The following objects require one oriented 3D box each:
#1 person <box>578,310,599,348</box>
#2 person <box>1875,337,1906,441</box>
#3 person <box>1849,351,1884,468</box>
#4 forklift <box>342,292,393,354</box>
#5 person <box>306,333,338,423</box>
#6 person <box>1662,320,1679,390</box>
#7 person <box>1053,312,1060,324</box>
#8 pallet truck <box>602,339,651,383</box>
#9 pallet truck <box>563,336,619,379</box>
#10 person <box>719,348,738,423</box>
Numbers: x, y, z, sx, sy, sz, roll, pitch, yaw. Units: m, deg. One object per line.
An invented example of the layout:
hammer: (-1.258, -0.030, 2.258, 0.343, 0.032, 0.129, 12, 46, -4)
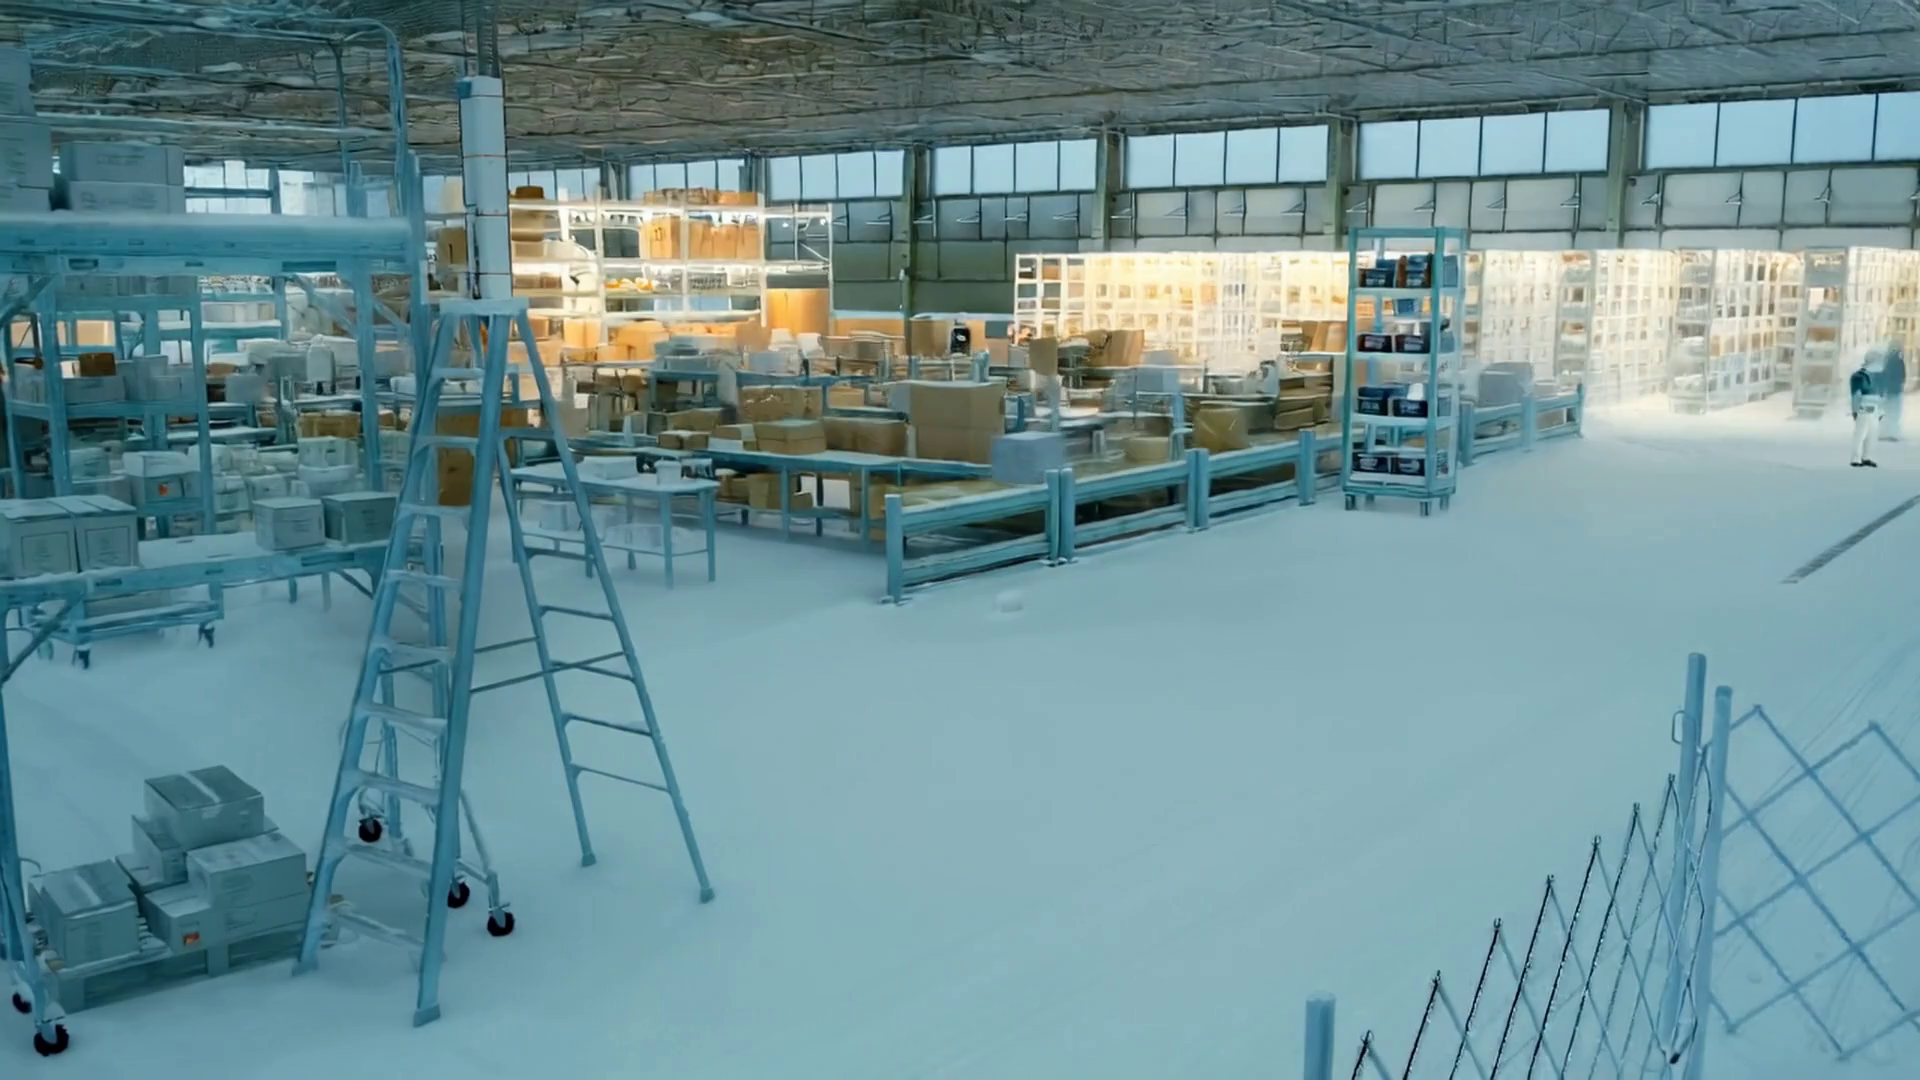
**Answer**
person: (-11.289, -6.028, 50.632, 0.623, 1.932, 0.372, -1, 9, -6)
person: (16.881, -2.720, 30.059, 0.431, 1.894, 0.669, 8, 12, 41)
person: (14.179, -2.035, 25.977, 0.590, 1.837, 0.403, -3, 10, -20)
forklift: (-16.485, -5.622, 45.120, 1.129, 2.768, 1.873, 7, 11, 37)
person: (-12.945, -3.280, 33.771, 0.598, 1.828, 0.403, 1, 9, 4)
person: (18.428, -4.768, 43.057, 0.587, 1.831, 0.623, -9, 13, -44)
person: (3.039, -6.483, 53.318, 0.788, 1.966, 0.660, 4, 10, 21)
pallet truck: (-8.991, -4.871, 45.351, 0.653, 1.274, 1.630, 7, 11, 37)
pallet truck: (-10.690, -5.294, 48.215, 1.601, 1.201, 0.680, -5, 10, -26)
person: (-4.113, -2.478, 29.029, 0.641, 1.749, 0.529, -5, 10, -28)
